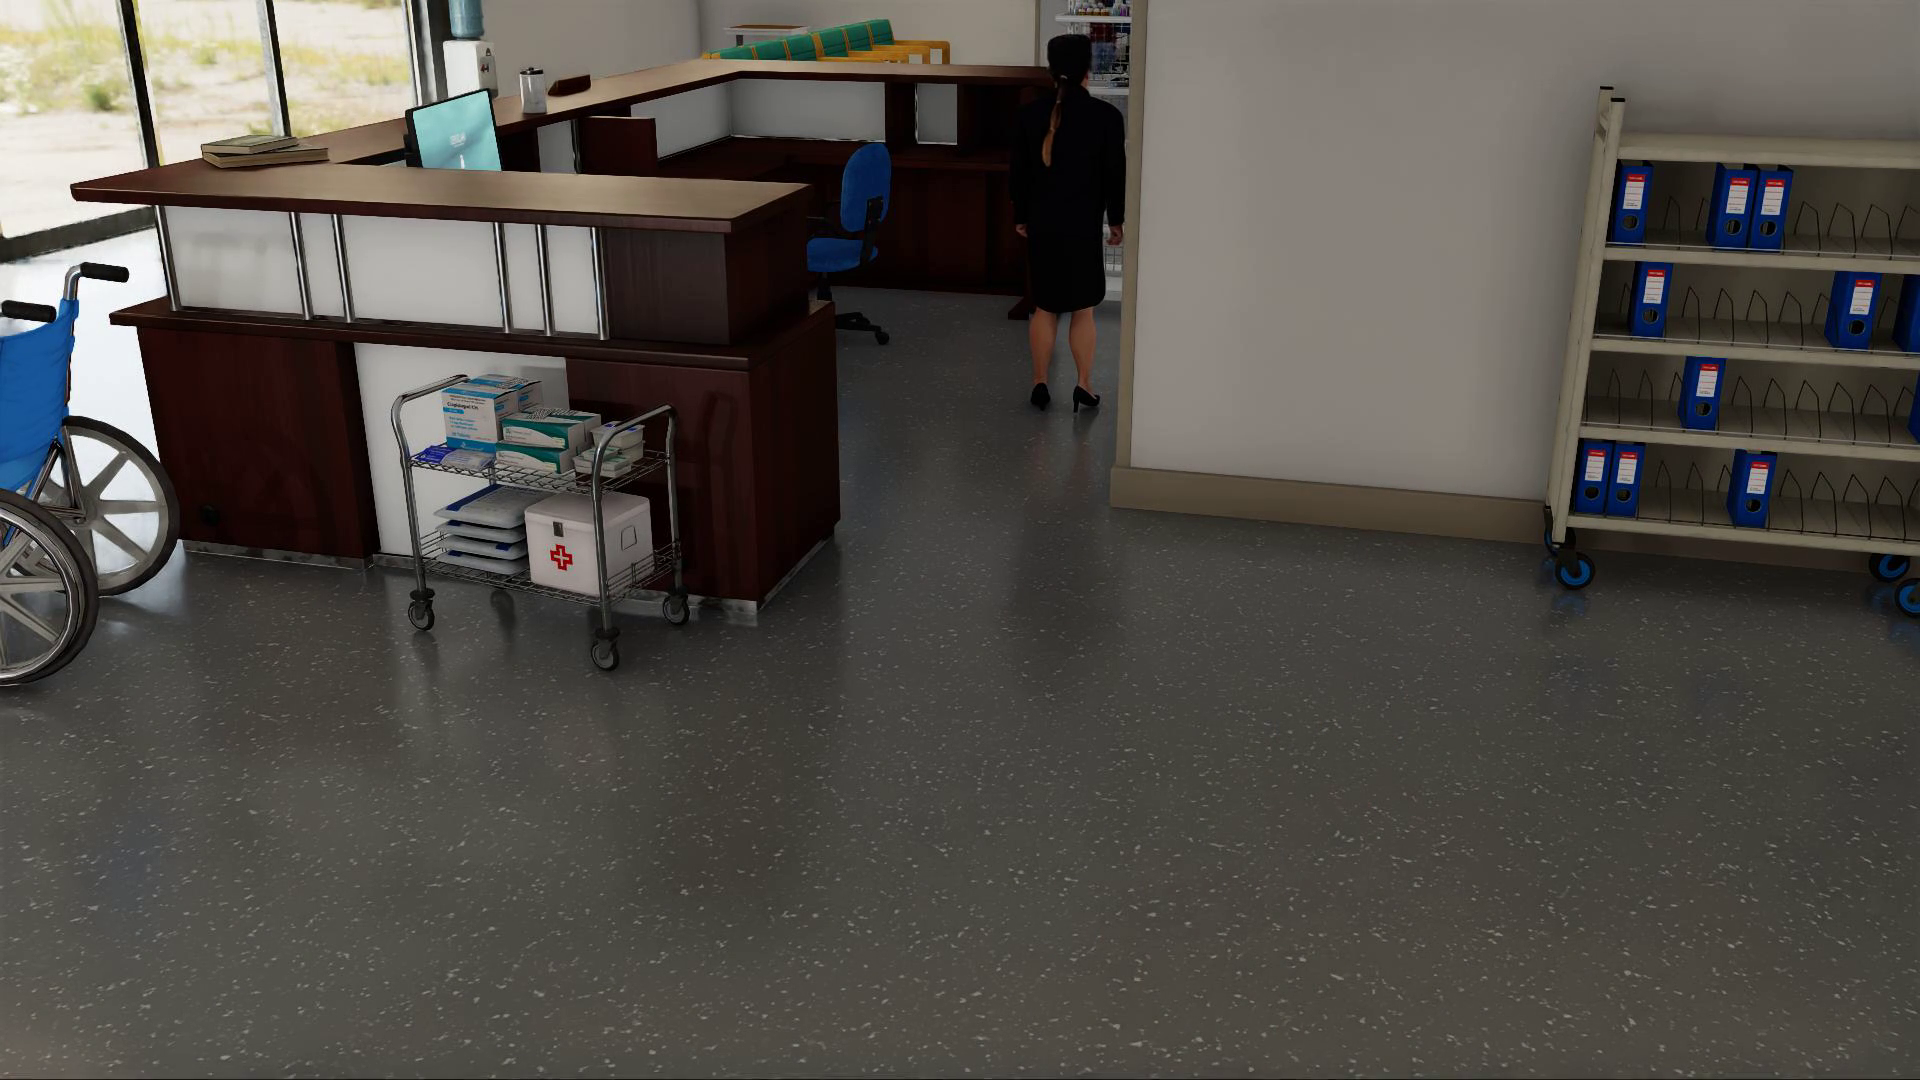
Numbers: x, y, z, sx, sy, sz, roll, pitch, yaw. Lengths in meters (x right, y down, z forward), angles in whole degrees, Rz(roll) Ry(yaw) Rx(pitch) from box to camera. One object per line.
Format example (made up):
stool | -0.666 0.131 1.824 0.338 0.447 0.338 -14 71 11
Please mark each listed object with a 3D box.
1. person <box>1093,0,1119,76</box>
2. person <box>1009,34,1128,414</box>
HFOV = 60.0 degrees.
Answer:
person | 1.856 -6.463 21.456 0.549 1.250 0.629 11 24 28
person | 0.475 -1.402 7.496 0.546 1.674 0.743 6 22 15
